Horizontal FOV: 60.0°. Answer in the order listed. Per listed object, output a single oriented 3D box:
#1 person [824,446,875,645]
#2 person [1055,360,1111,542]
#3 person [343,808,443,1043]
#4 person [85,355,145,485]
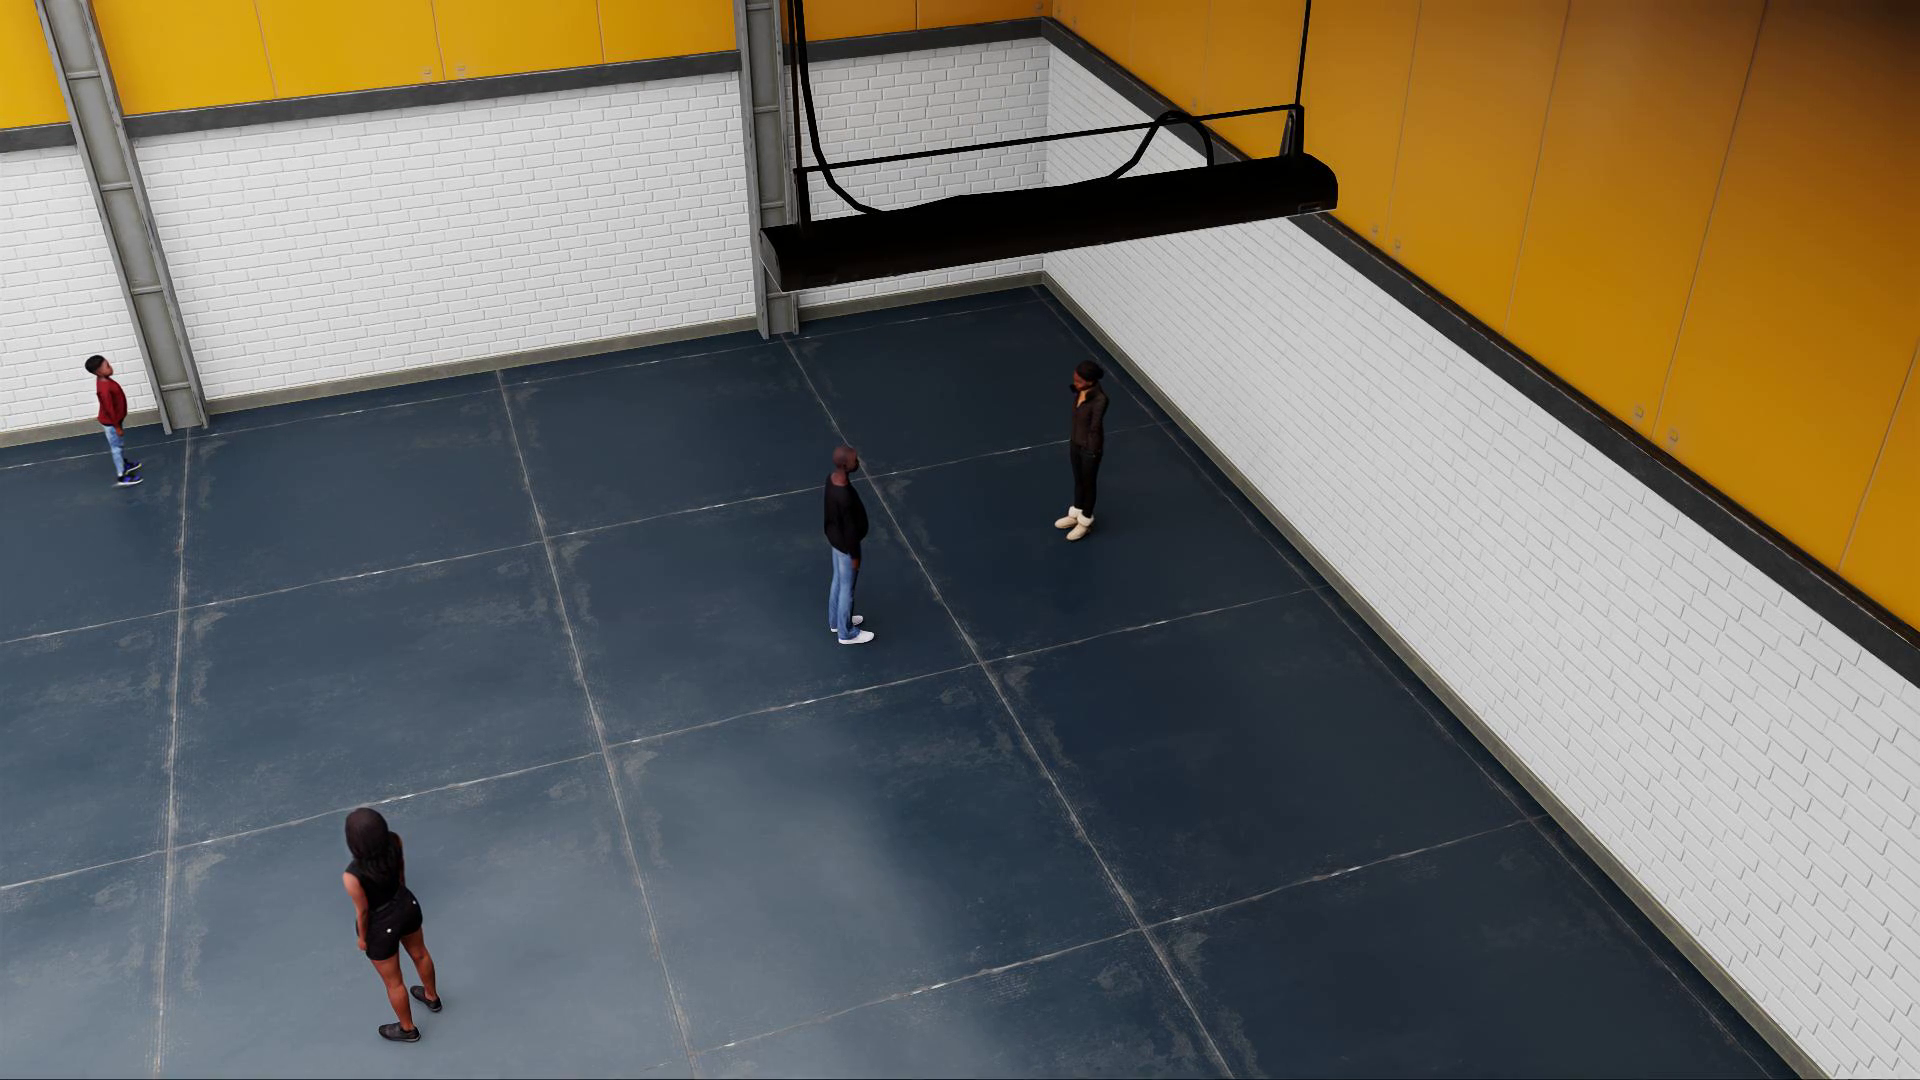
[{"bbox_3d":[-0.909,0.025,13.056,0.528,1.749,0.594,-13,36,-18],"label":"person"},{"bbox_3d":[1.113,-0.818,14.404,0.675,1.660,0.612,-16,37,-22],"label":"person"},{"bbox_3d":[-3.344,2.233,9.742,0.720,1.741,0.674,12,35,17],"label":"person"},{"bbox_3d":[-7.771,-1.117,15.224,0.501,1.250,0.516,-14,36,-21],"label":"person"}]
